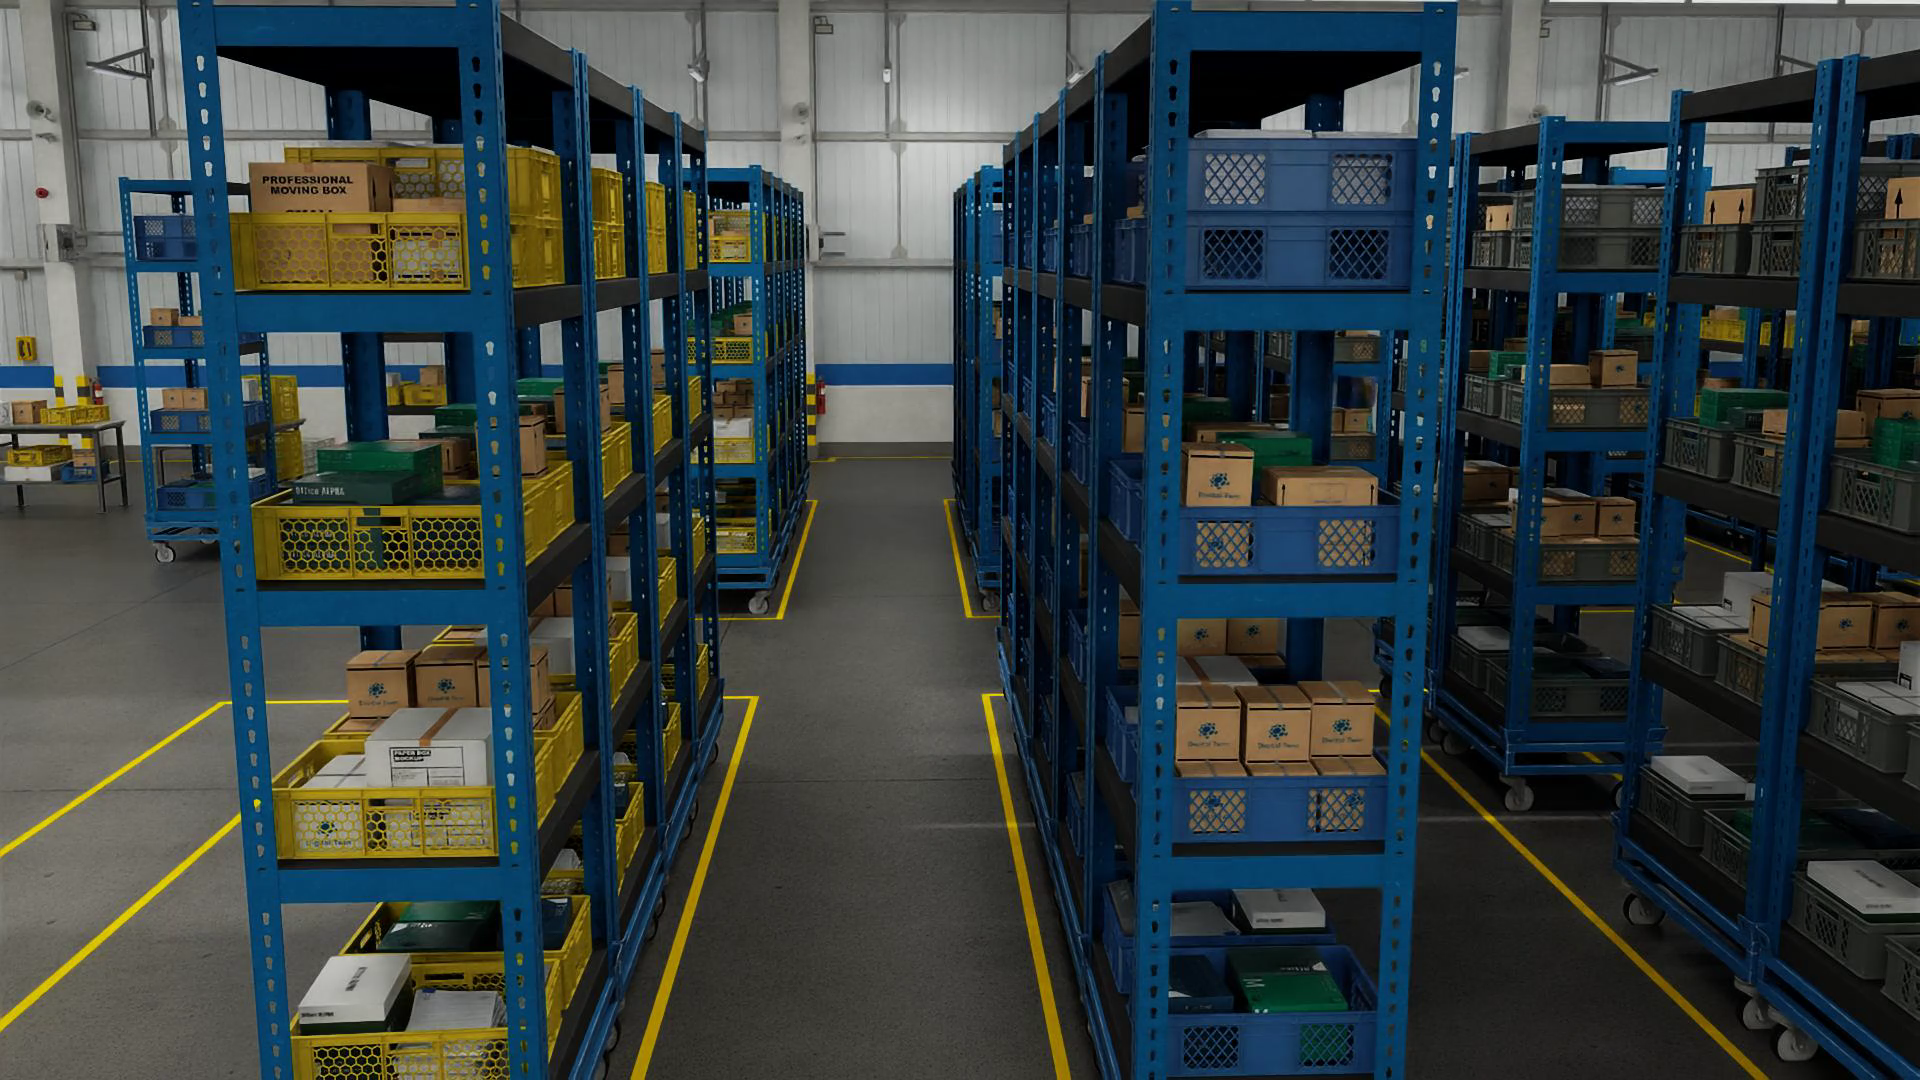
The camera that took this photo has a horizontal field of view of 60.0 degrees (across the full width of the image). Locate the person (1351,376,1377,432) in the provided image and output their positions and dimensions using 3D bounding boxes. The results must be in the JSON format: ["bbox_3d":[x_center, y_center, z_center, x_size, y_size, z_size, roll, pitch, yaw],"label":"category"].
[{"bbox_3d":[5.203,-1.737,21.705,0.718,1.826,0.569,0,10,-1],"label":"person"}]
